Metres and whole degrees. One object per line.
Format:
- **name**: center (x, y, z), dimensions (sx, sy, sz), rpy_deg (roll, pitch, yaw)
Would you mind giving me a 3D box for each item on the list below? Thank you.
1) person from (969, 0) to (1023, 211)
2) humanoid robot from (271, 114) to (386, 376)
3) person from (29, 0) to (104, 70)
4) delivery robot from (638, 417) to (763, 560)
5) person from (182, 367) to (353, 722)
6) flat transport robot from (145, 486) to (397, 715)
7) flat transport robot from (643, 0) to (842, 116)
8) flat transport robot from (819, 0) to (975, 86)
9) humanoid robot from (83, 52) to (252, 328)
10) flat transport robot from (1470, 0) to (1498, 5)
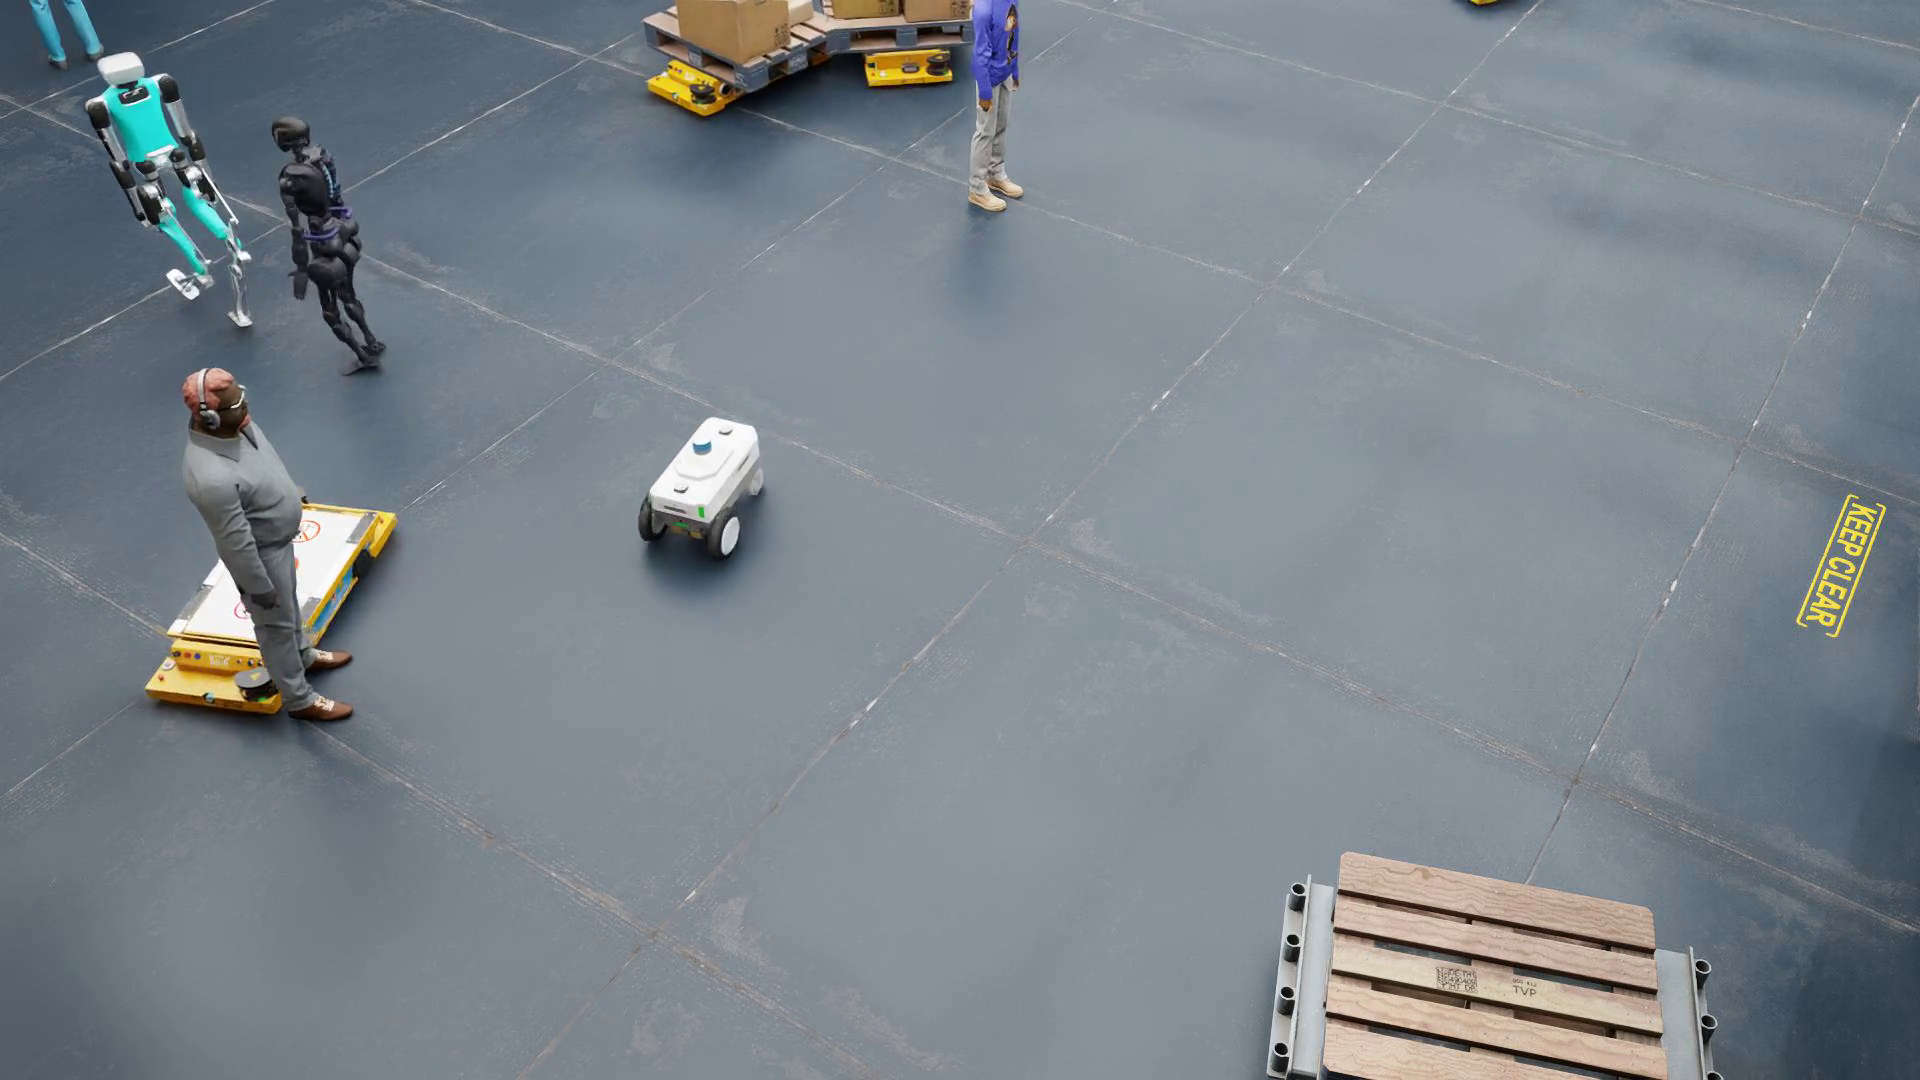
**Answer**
- **person**: center (0.258, -3.073, 11.028), dimensions (0.378, 1.866, 0.451), rpy_deg (20, 45, 21)
- **humanoid robot**: center (-3.671, -1.699, 9.627), dimensions (0.322, 1.649, 0.601), rpy_deg (6, 42, 7)
- **person**: center (-7.031, -4.484, 12.614), dimensions (0.564, 1.844, 0.382), rpy_deg (-21, 46, -22)
- **delivery robot**: center (-1.356, -0.316, 8.910), dimensions (0.499, 0.583, 0.767), rpy_deg (14, 44, 15)
- **person**: center (-3.138, 0.016, 7.533), dimensions (0.403, 1.909, 0.641), rpy_deg (-9, 43, -10)
- **flat transport robot**: center (-3.481, 0.277, 8.470), dimensions (0.659, 0.231, 1.431), rpy_deg (6, 42, 7)
- **flat transport robot**: center (-1.678, -3.720, 12.942), dimensions (0.659, 0.231, 1.431), rpy_deg (31, 50, 30)
- **flat transport robot**: center (-0.482, -4.037, 13.297), dimensions (0.659, 0.231, 1.431), rpy_deg (-6, 42, -6)
- **humanoid robot**: center (-4.636, -2.003, 9.920), dimensions (0.554, 1.729, 1.022), rpy_deg (-33, 51, -31)
- **flat transport robot**: center (4.766, -4.947, 14.316), dimensions (1.431, 0.231, 0.659), rpy_deg (-22, 46, -23)
